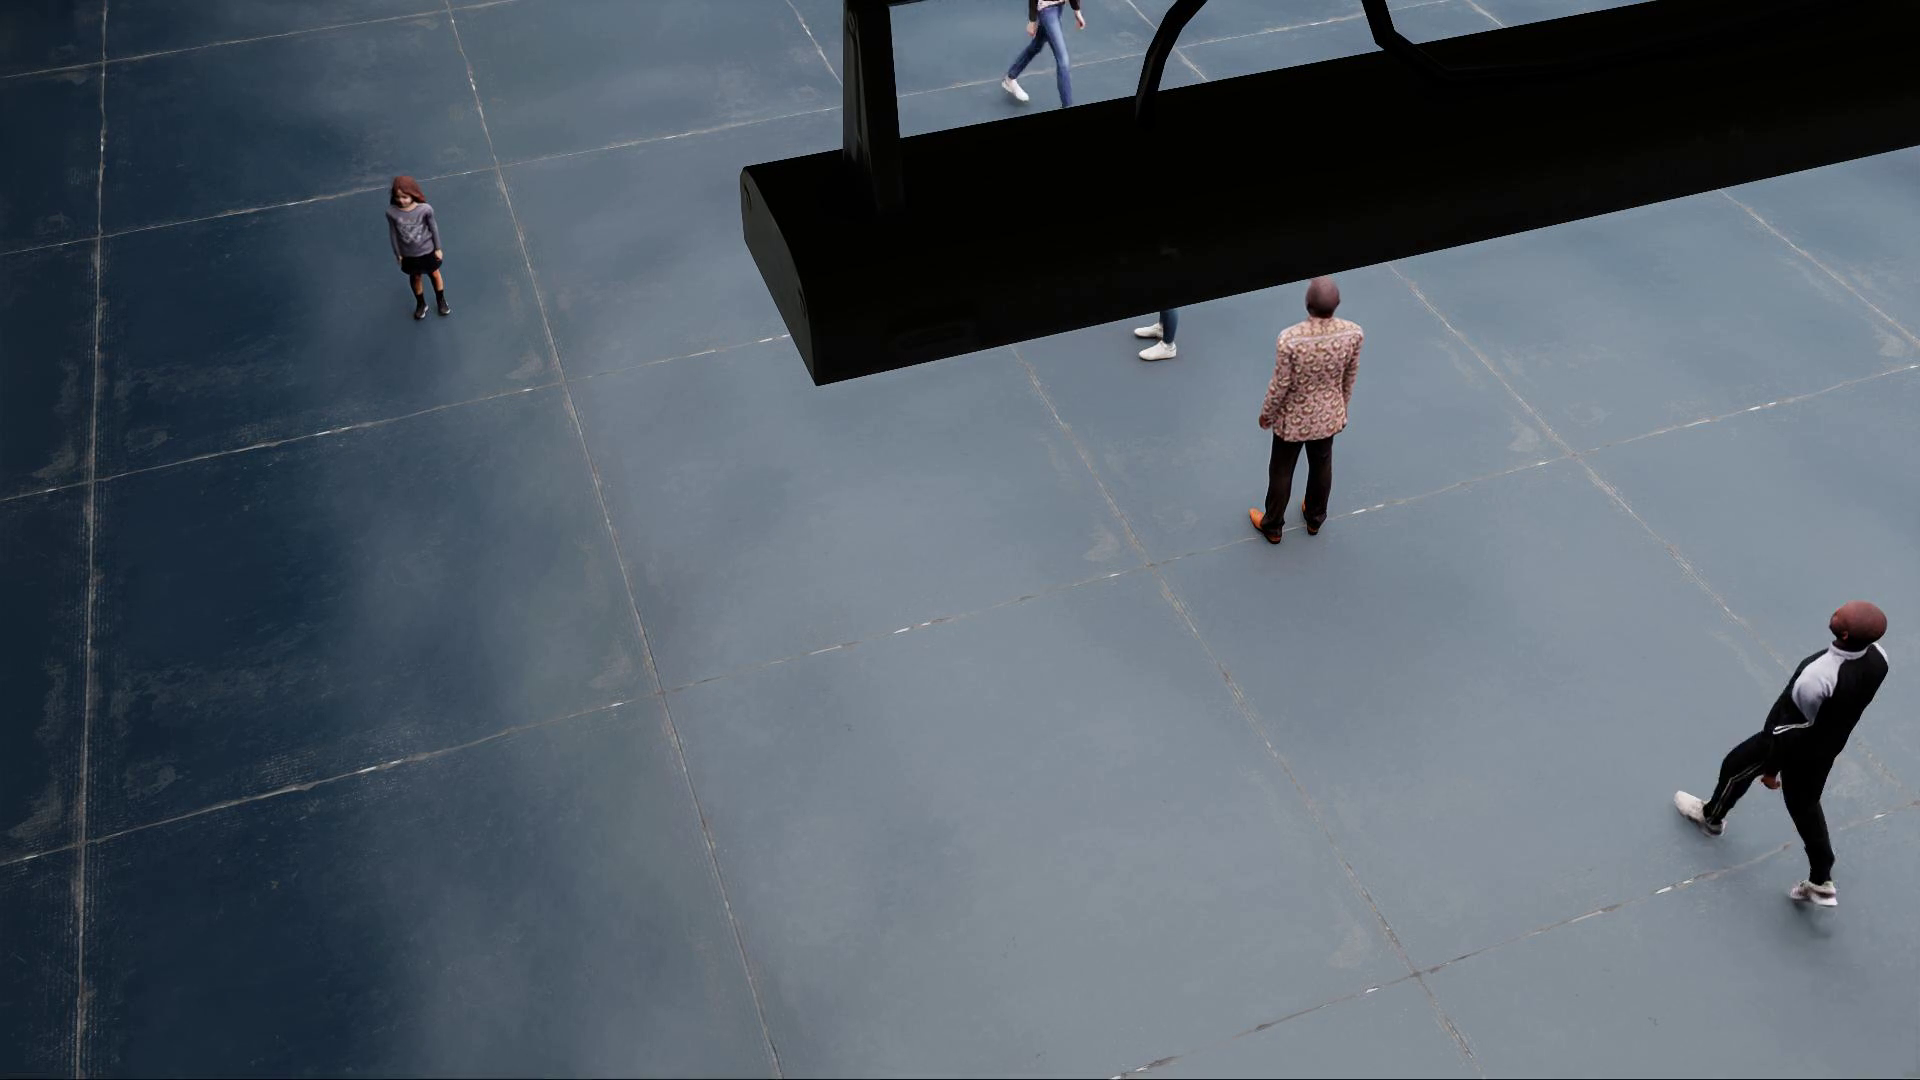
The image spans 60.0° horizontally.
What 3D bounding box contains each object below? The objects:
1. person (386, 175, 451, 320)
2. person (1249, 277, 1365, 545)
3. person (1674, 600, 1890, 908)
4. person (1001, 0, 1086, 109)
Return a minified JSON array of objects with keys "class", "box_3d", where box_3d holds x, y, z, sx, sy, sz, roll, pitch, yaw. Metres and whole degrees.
[{"class":"person","box_3d":[-3.767,-2.052,11.538,0.492,1.106,0.469,-9,44,-9]},{"class":"person","box_3d":[2.009,-0.735,9.613,0.713,1.808,0.629,-8,44,-9]},{"class":"person","box_3d":[4.001,0.995,7.763,0.661,1.806,1.130,-13,45,-13]},{"class":"person","box_3d":[0.656,-4.231,13.413,1.285,1.734,1.044,28,50,27]}]
